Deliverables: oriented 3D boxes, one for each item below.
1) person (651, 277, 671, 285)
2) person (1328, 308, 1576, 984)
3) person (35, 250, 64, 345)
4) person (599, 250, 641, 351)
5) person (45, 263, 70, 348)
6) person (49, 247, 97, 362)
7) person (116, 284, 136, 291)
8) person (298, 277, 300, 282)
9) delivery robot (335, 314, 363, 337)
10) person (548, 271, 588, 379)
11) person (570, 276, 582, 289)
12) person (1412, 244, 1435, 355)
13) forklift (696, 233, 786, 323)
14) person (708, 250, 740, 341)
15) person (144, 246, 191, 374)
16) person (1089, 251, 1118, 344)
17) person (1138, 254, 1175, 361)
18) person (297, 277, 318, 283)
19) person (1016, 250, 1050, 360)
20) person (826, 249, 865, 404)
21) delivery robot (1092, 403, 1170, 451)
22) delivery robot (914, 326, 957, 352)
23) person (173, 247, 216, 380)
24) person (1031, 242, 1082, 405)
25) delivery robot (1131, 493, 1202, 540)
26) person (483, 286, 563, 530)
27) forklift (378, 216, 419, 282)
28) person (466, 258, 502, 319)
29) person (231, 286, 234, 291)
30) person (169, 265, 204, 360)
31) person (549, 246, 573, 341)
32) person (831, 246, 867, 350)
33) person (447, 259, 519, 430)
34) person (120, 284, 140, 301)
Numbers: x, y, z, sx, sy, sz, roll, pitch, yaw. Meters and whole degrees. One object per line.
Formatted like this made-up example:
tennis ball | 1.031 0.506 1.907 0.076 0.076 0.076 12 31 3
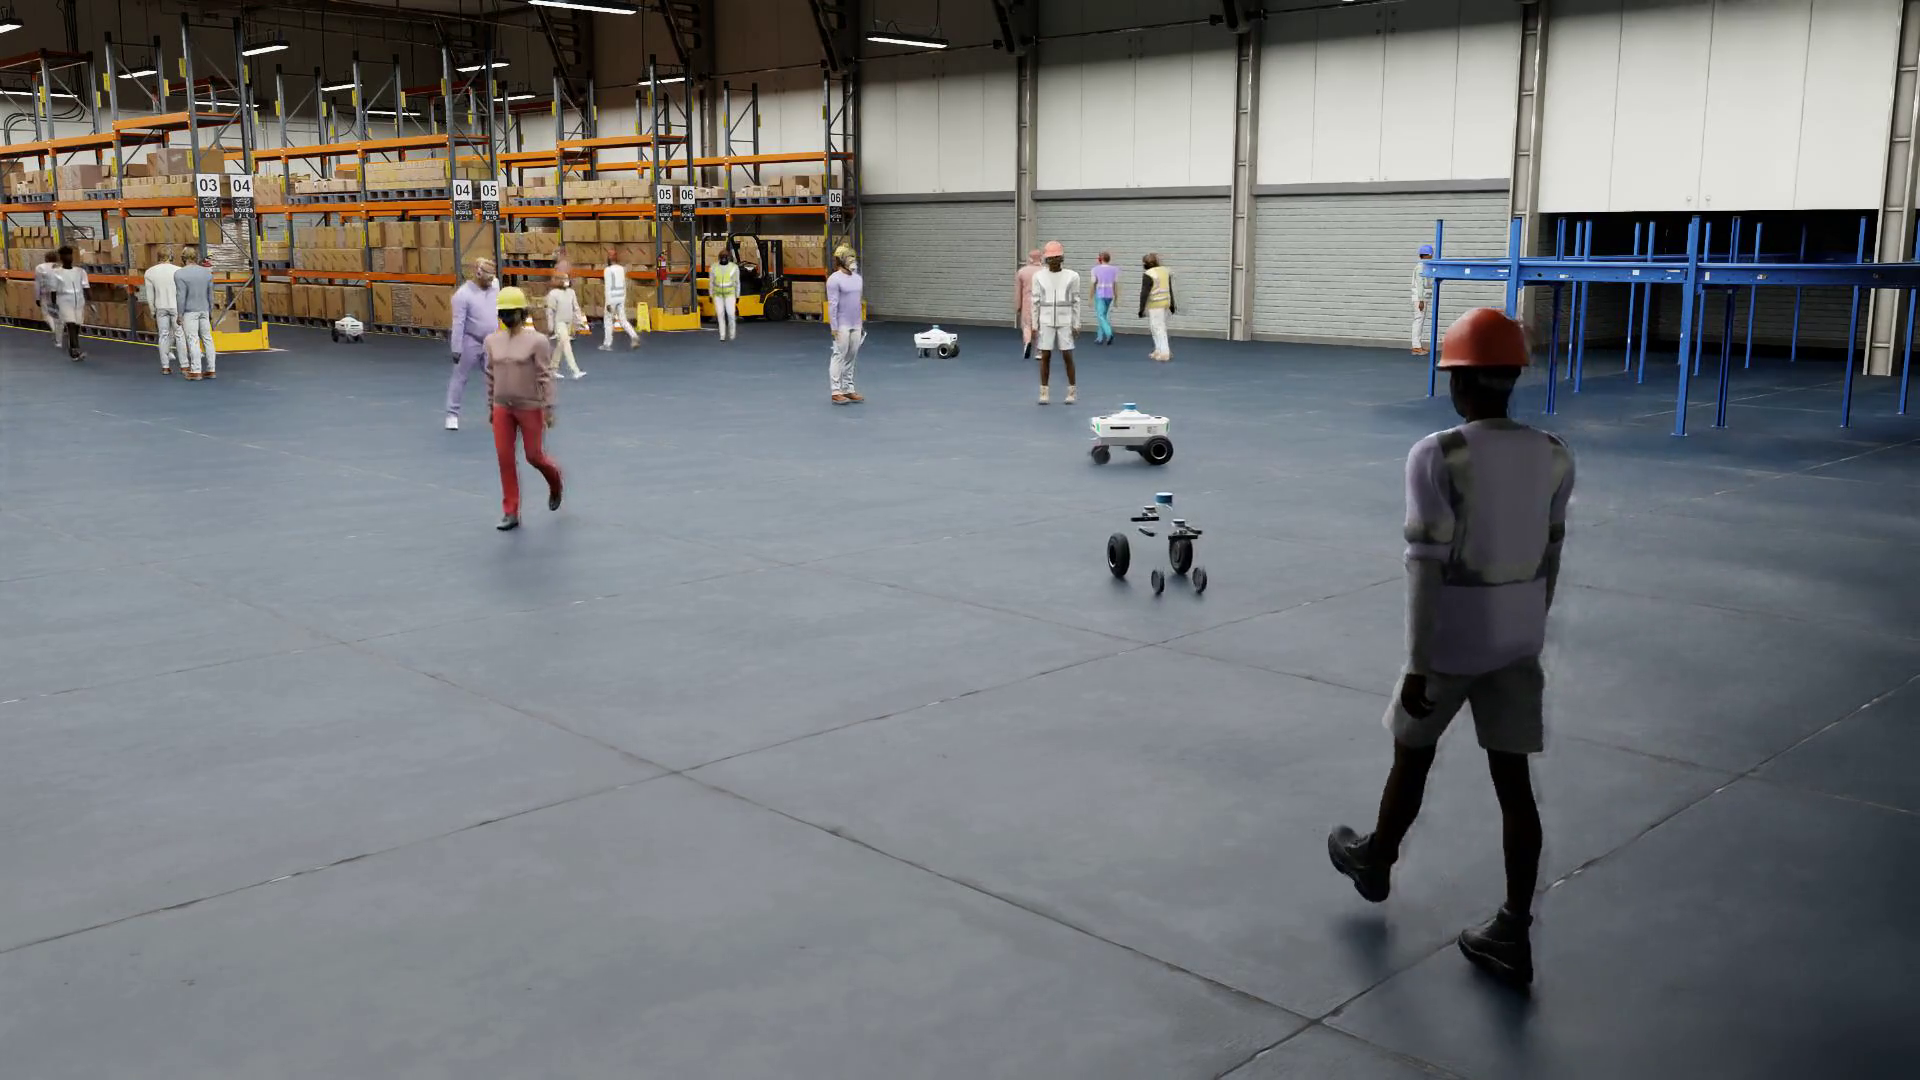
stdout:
person | -7.278 -6.250 40.417 0.451 1.923 0.636 9 14 40
person | 1.483 0.267 4.954 0.574 1.889 0.955 -3 11 -15
person | -17.544 -4.690 32.198 0.482 1.821 0.640 10 14 43
person | -6.292 -4.410 30.605 0.860 1.856 0.582 6 12 29
person | -16.828 -4.388 31.171 0.514 1.593 0.841 -8 13 -38
person | -14.916 -3.959 27.966 1.008 1.912 0.606 8 13 37
person | -20.443 -6.297 40.805 0.338 1.882 0.576 5 11 24
person | -19.720 -7.877 49.263 0.356 1.937 0.552 -2 11 -13
delivery robot | -12.201 -4.264 33.193 0.477 0.478 0.707 -8 13 -38
person | -5.801 -3.161 24.508 0.842 1.585 0.503 5 12 28
person | -10.560 -7.083 45.492 0.483 1.737 0.320 3 11 18
person | 8.245 -4.282 29.636 0.400 1.944 0.618 4 11 19
forklift | -5.496 -6.489 41.108 2.313 2.155 1.214 -10 14 -44
person | -4.746 -4.905 33.394 0.627 1.821 0.668 0 10 1
person | -12.092 -3.511 25.457 0.631 1.939 0.372 -2 11 -9
person | 2.809 -4.702 32.285 0.578 1.814 0.812 -5 11 -25
person | 3.350 -3.948 28.223 0.580 1.796 0.647 8 13 37
person | -17.752 -7.056 45.150 1.012 1.808 0.503 5 12 27
person | 1.267 -3.977 28.186 0.667 1.874 0.762 1 10 6
person | -1.436 -2.703 21.042 0.356 1.938 0.633 7 13 34
delivery robot | 1.600 -1.043 15.628 0.707 0.478 0.477 -1 10 -3
delivery robot | -0.430 -3.491 28.977 0.707 0.478 0.477 3 11 17
person | -11.267 -3.337 24.500 0.353 1.937 0.635 5 12 26
person | 1.219 -2.718 20.932 0.657 2.024 0.397 2 11 9
delivery robot | 1.247 -0.173 10.178 0.335 0.223 0.699 -2 11 -13
person | -3.206 -0.985 12.211 0.528 1.748 0.678 2 11 13
forklift | -17.868 -9.201 54.028 1.873 2.768 1.129 -10 14 -44
person | -7.689 -3.674 26.856 0.560 1.738 0.710 -3 11 -16
person | -20.301 -7.364 46.502 0.386 1.922 0.594 -1 10 -5
person | -13.399 -3.912 28.564 0.508 1.599 0.803 3 11 14
person | -8.078 -4.933 33.331 0.634 1.884 0.672 -3 11 -14
person | -2.057 -4.468 30.750 0.666 1.912 0.594 3 11 15
person | -5.230 -2.126 18.179 1.004 1.842 0.736 6 12 30
person | -20.027 -6.140 39.958 0.889 1.887 0.568 -2 11 -12
